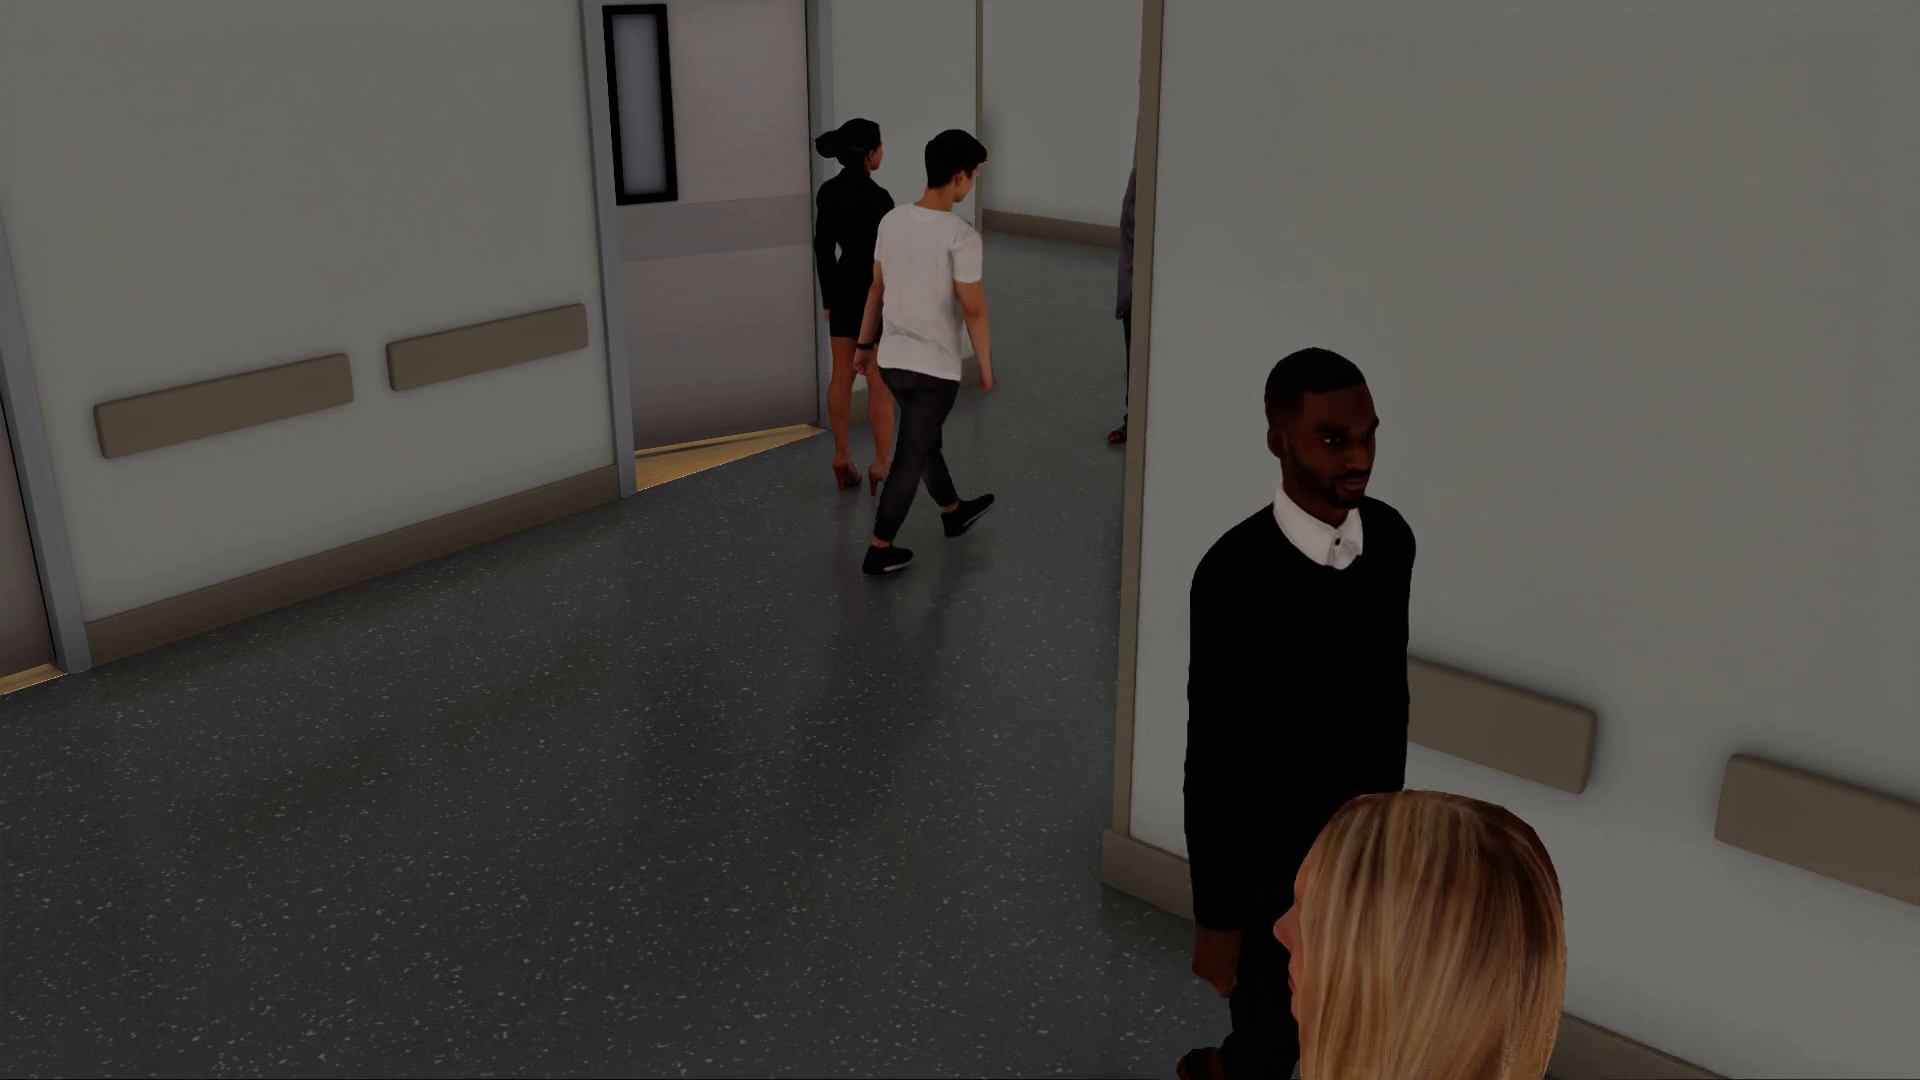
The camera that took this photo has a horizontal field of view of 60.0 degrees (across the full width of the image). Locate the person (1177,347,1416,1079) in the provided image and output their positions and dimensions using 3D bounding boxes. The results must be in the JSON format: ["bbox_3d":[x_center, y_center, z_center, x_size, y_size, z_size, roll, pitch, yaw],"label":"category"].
[{"bbox_3d":[0.548,0.512,3.011,0.820,1.803,0.859,-12,24,-30],"label":"person"}]

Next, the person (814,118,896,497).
[{"bbox_3d":[-0.416,-0.992,7.213,0.580,1.640,0.618,15,25,34],"label":"person"}]

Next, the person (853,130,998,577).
[{"bbox_3d":[-0.207,-0.665,6.295,0.735,1.677,1.011,18,27,39],"label":"person"}]
